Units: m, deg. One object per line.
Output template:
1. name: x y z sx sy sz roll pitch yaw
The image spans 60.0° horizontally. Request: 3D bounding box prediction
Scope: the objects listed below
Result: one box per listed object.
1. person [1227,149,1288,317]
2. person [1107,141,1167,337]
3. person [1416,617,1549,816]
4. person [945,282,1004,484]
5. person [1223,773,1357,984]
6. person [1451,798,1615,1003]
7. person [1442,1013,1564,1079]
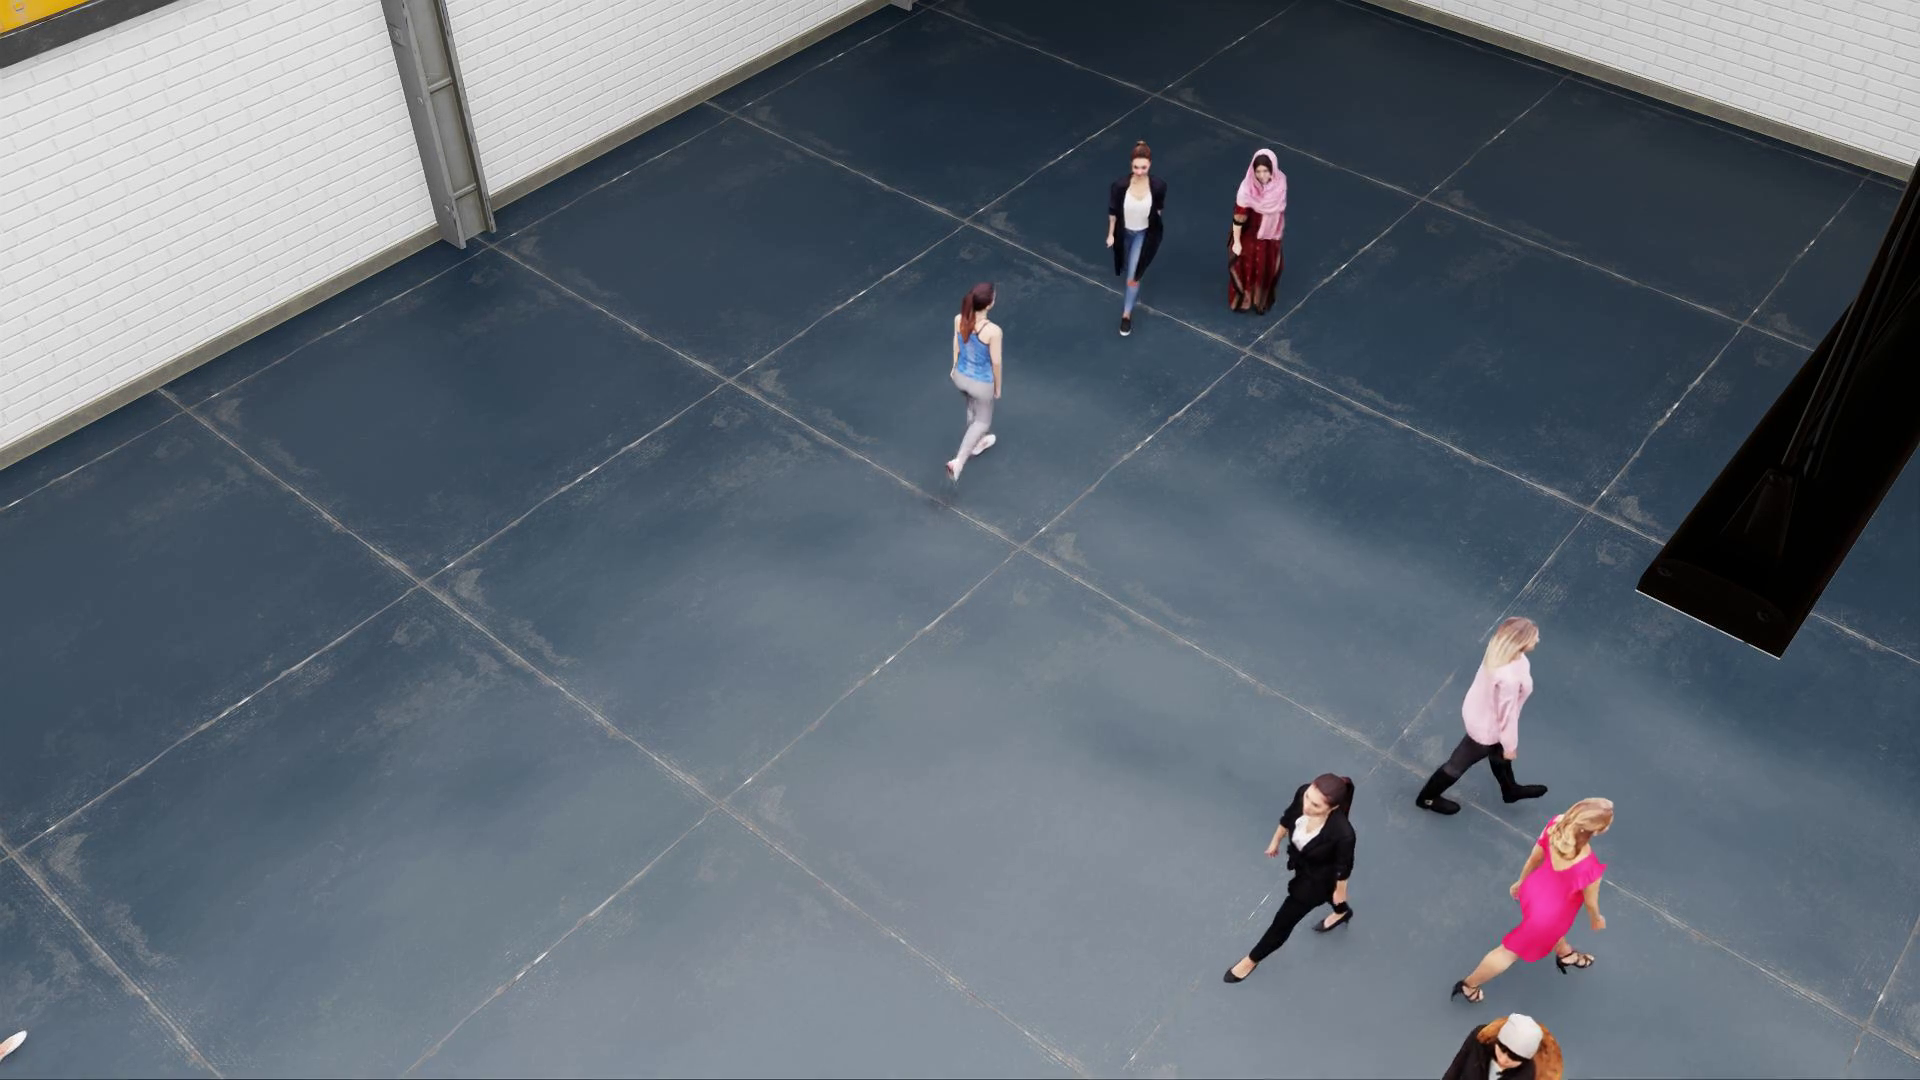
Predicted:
1. person: 2.393 -2.519 13.489 0.804 1.594 0.872 -18 47 -18
2. person: 1.421 -2.519 13.455 0.966 1.640 1.170 7 44 7
3. person: 2.984 1.047 9.702 0.963 1.655 1.032 7 44 7
4. person: 0.074 -1.108 12.015 0.620 1.584 0.956 26 49 25
5. person: 1.977 1.764 8.990 1.202 1.598 0.952 -15 46 -16
6. person: 2.987 1.953 8.728 1.112 1.686 1.006 -7 44 -7
7. person: 2.555 2.695 7.994 0.764 1.625 0.703 -29 51 -27
